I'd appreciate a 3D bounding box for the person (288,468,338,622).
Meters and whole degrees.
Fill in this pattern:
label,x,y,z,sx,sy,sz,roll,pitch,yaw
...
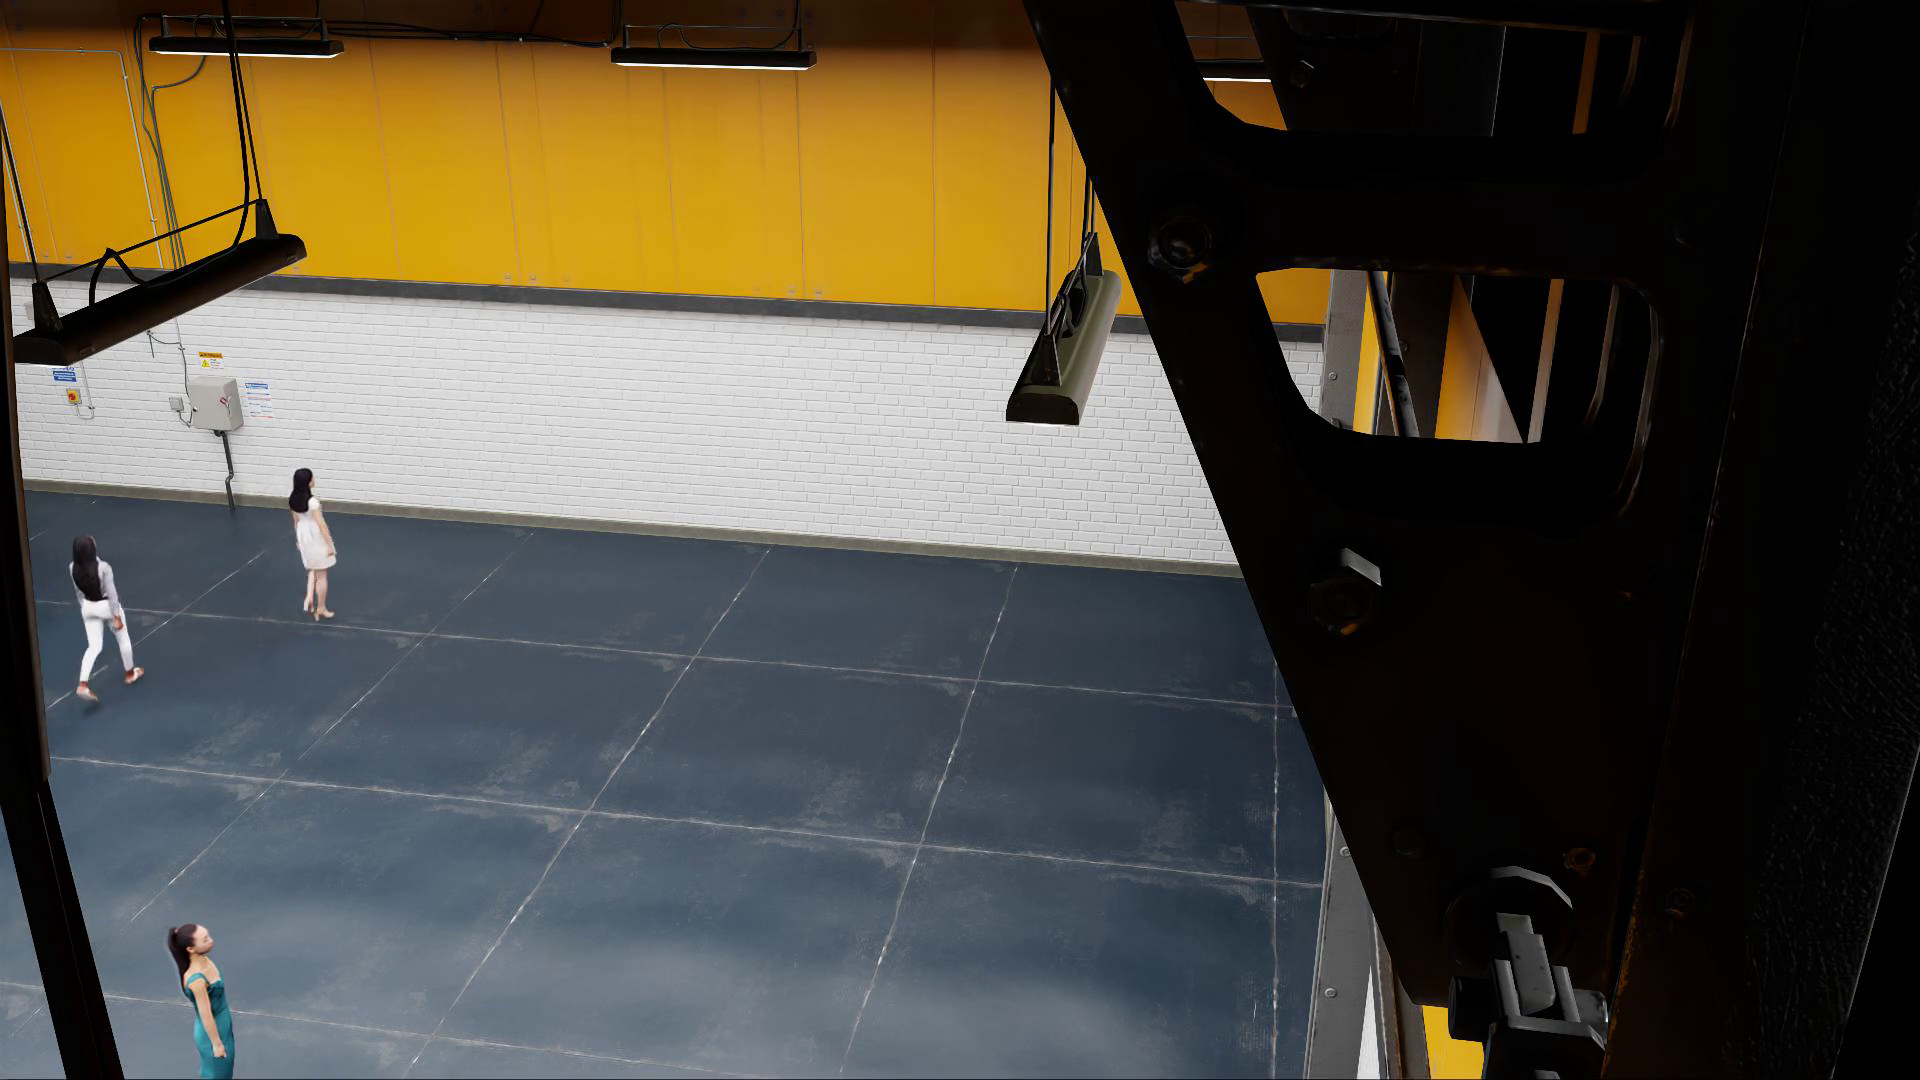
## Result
label,x,y,z,sx,sy,sz,roll,pitch,yaw
person,-6.994,0.092,17.814,0.761,1.761,0.849,13,27,27

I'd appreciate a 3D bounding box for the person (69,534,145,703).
label,x,y,z,sx,sy,sz,roll,pitch,yaw
person,-8.485,0.774,16.332,0.619,1.698,1.101,3,24,7

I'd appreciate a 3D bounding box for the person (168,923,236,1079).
label,x,y,z,sx,sy,sz,roll,pitch,yaw
person,-4.848,3.197,10.805,0.687,1.686,0.576,-9,25,-20
